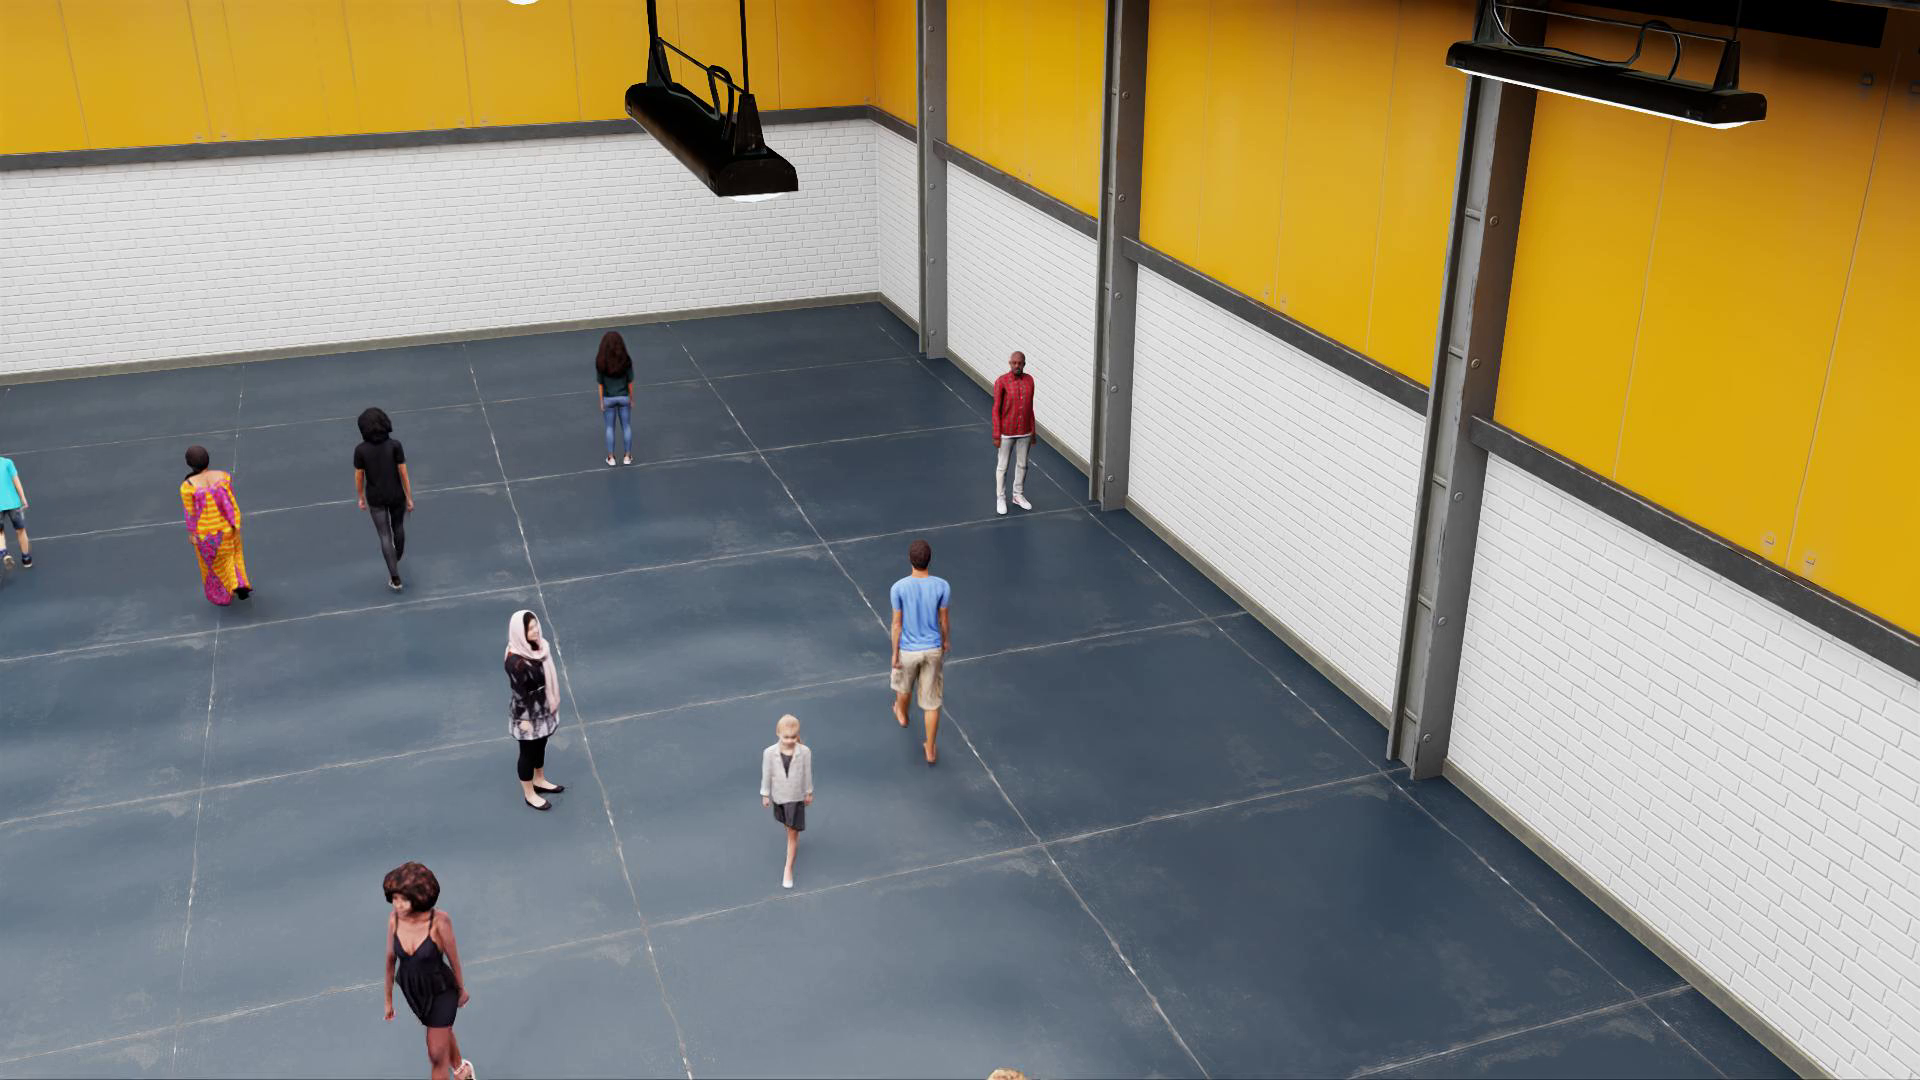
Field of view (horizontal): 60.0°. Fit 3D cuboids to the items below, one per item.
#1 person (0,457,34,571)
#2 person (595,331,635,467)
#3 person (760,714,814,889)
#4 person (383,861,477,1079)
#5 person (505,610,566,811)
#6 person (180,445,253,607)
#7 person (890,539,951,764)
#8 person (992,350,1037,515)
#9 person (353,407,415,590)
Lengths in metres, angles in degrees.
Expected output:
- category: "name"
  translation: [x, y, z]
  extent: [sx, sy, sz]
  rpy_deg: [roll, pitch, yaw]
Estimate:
- category: "person"
  translation: [-9.683, -0.358, 16.827]
  extent: [0.625, 1.433, 0.743]
  rpy_deg: [-14, 27, -29]
- category: "person"
  translation: [-4.045, -1.672, 19.608]
  extent: [0.598, 1.615, 0.598]
  rpy_deg: [-7, 25, -15]
- category: "person"
  translation: [-1.239, 1.815, 12.090]
  extent: [0.775, 1.245, 0.986]
  rpy_deg: [2, 24, 5]
- category: "person"
  translation: [-3.033, 2.592, 9.670]
  extent: [0.858, 1.761, 1.004]
  rpy_deg: [5, 24, 12]
- category: "person"
  translation: [-3.299, 1.281, 12.824]
  extent: [0.803, 1.637, 0.720]
  rpy_deg: [5, 24, 12]
- category: "person"
  translation: [-7.165, -0.125, 16.010]
  extent: [0.836, 1.661, 0.973]
  rpy_deg: [-20, 30, -38]
- category: "person"
  translation: [-0.307, 0.934, 13.378]
  extent: [0.810, 1.829, 1.163]
  rpy_deg: [-3, 24, -8]
- category: "person"
  translation: [0.588, -1.220, 18.320]
  extent: [0.656, 1.817, 0.570]
  rpy_deg: [-9, 25, -20]
- category: "person"
  translation: [-5.676, -0.381, 16.433]
  extent: [0.710, 1.790, 1.163]
  rpy_deg: [-10, 26, -22]
